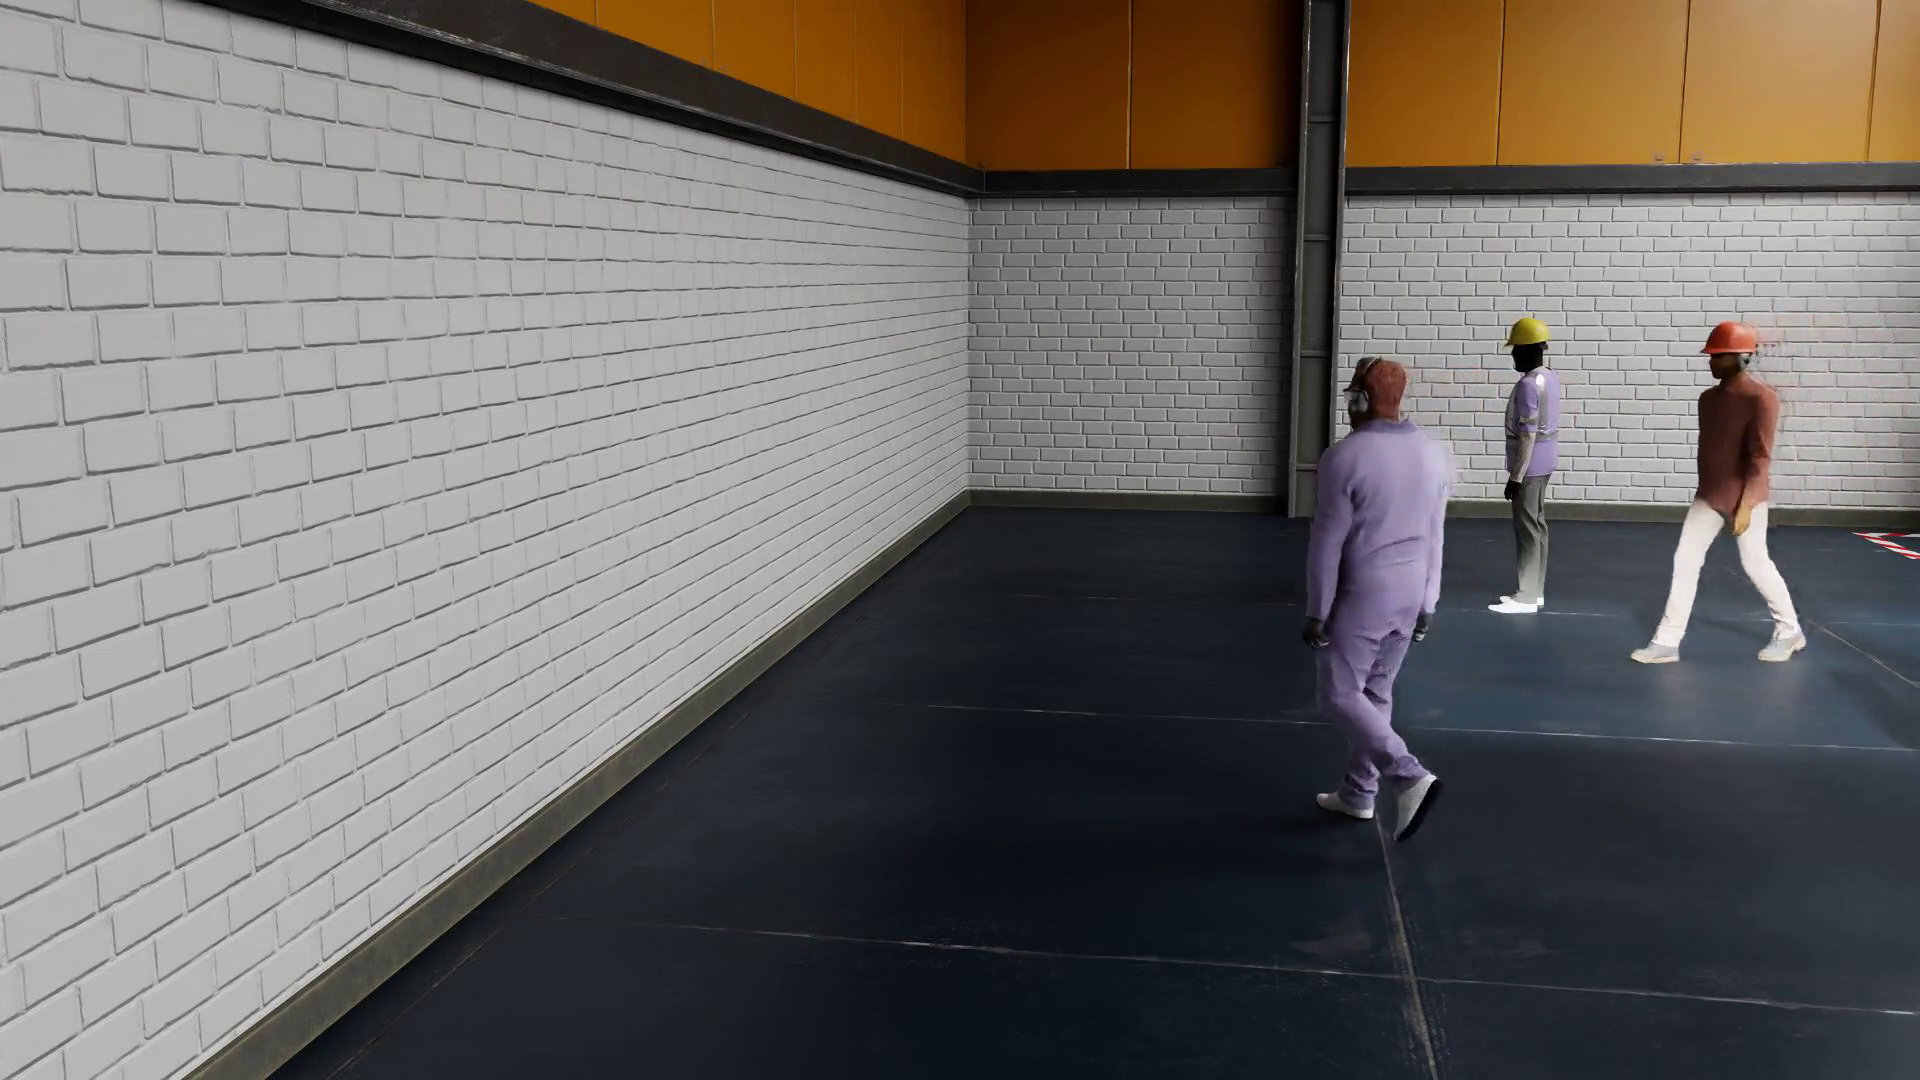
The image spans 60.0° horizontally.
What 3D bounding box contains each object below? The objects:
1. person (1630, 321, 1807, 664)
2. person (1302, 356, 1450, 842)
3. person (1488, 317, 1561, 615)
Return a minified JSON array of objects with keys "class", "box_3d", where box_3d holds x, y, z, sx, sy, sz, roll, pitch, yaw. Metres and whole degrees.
[{"class":"person","box_3d":[4.381,-0.253,9.365,1.017,1.953,0.616,-3,10,-18]},{"class":"person","box_3d":[1.649,0.236,6.478,0.652,1.891,0.680,-6,11,-33]},{"class":"person","box_3d":[3.681,-0.478,10.803,0.366,1.926,0.587,6,11,31]}]
